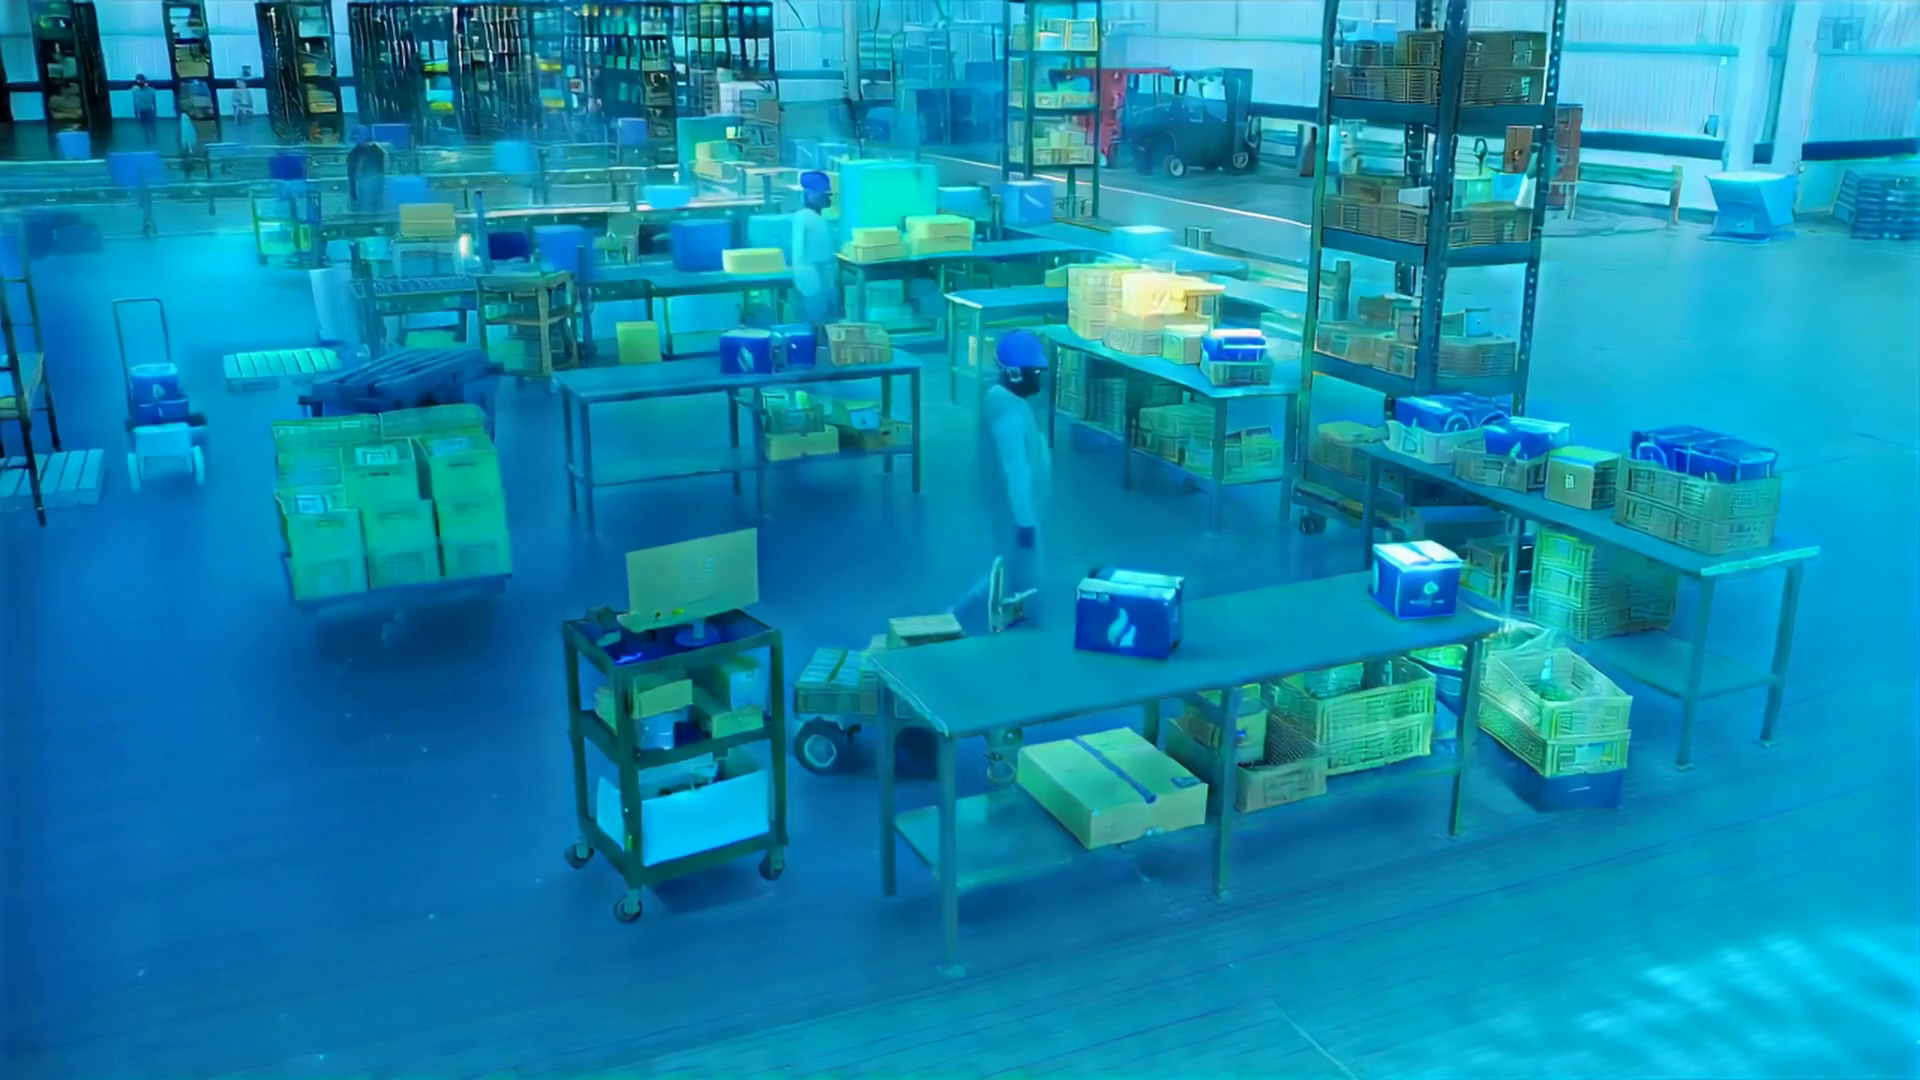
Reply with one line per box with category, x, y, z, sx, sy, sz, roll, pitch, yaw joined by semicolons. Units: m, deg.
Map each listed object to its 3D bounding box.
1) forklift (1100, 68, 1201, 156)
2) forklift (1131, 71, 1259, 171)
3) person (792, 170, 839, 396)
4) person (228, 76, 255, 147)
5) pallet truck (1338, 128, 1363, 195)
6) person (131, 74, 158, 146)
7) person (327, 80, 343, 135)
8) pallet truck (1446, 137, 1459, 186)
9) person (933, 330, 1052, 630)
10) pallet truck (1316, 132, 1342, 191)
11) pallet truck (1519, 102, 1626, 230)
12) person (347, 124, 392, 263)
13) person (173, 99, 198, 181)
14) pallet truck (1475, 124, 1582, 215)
forklift;4.082;-9.564;37.410;2.680;1.987;1.157;-8;19;-23
forklift;4.998;-8.936;35.413;2.680;1.987;1.157;-9;20;-25
person;-1.284;-2.294;14.945;0.438;2.023;0.645;-7;19;-22
person;-18.282;-10.884;42.366;0.403;1.824;0.633;15;23;39
pallet truck;7.845;-7.140;31.411;1.522;1.261;0.704;-9;20;-25
person;-21.260;-11.224;43.399;0.576;1.829;0.456;-9;20;-27
person;-17.687;-12.388;46.836;0.436;1.981;0.628;-13;22;-36
pallet truck;9.184;-6.485;29.328;1.630;1.274;0.653;-8;19;-23
person;0.232;-0.209;8.737;0.747;1.805;0.600;0;18;0
pallet truck;7.723;-7.504;32.656;1.601;1.201;0.680;-8;19;-23
pallet truck;9.972;-6.037;26.785;1.885;1.965;0.823;-9;20;-25
person;-8.143;-4.737;22.864;0.398;1.900;0.635;8;19;24
person;-14.994;-7.637;32.229;0.505;1.753;0.530;-6;19;-19
pallet truck;9.707;-6.455;28.103;1.885;1.965;0.823;-7;19;-20
